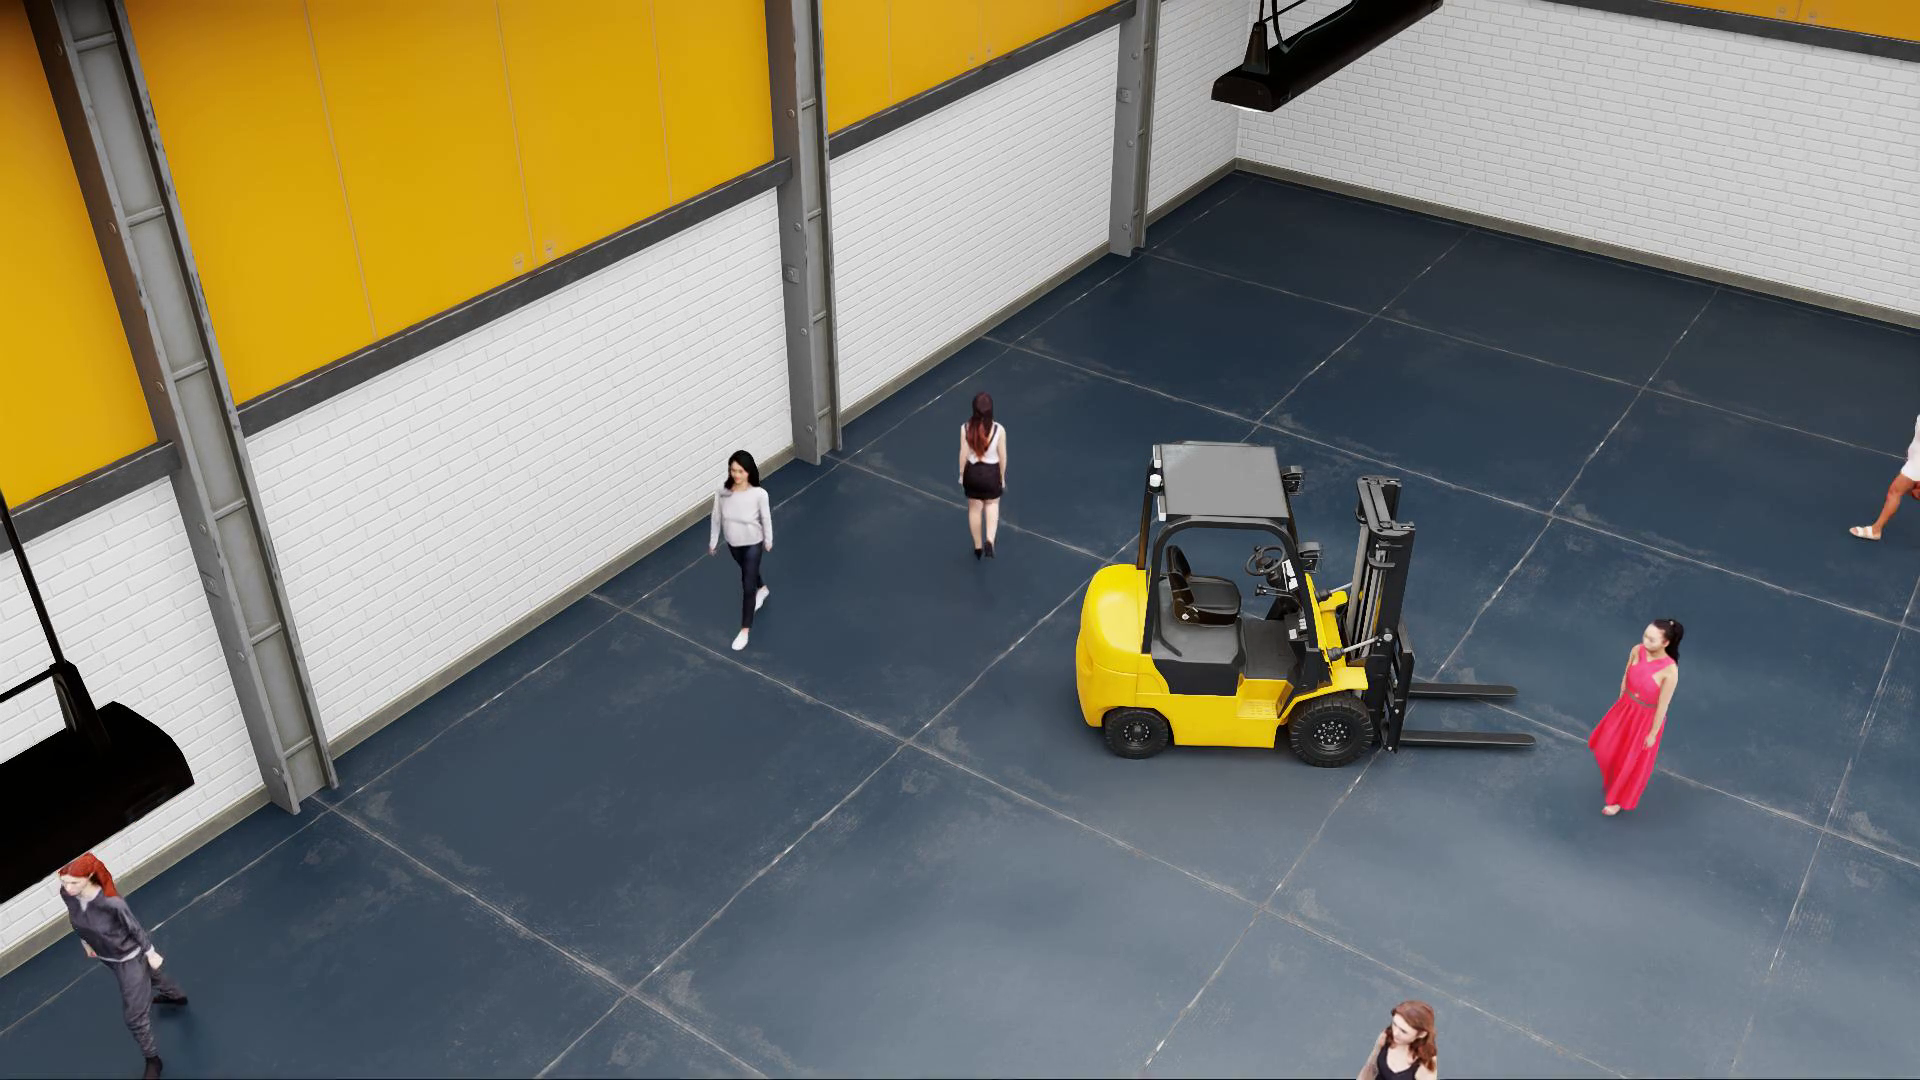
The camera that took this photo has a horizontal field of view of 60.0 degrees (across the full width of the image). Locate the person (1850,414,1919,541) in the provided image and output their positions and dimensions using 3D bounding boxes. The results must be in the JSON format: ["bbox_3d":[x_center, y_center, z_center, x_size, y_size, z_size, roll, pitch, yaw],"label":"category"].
[{"bbox_3d":[8.510,-0.673,14.559,0.870,1.671,1.078,9,35,13],"label":"person"}]

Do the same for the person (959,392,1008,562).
[{"bbox_3d":[0.192,-0.484,14.304,0.742,1.638,0.813,-1,34,-2],"label":"person"}]

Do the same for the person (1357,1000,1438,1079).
[{"bbox_3d":[2.408,3.052,8.903,0.906,1.728,0.799,-18,37,-25],"label":"person"}]

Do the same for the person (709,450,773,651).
[{"bbox_3d":[-1.732,-0.019,13.595,0.835,1.649,1.200,11,35,16],"label":"person"}]

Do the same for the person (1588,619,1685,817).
[{"bbox_3d":[4.823,1.230,11.655,0.834,1.717,0.754,-17,37,-23],"label":"person"}]

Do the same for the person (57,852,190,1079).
[{"bbox_3d":[-4.939,2.412,9.851,0.791,1.745,0.957,16,37,22],"label":"person"}]
